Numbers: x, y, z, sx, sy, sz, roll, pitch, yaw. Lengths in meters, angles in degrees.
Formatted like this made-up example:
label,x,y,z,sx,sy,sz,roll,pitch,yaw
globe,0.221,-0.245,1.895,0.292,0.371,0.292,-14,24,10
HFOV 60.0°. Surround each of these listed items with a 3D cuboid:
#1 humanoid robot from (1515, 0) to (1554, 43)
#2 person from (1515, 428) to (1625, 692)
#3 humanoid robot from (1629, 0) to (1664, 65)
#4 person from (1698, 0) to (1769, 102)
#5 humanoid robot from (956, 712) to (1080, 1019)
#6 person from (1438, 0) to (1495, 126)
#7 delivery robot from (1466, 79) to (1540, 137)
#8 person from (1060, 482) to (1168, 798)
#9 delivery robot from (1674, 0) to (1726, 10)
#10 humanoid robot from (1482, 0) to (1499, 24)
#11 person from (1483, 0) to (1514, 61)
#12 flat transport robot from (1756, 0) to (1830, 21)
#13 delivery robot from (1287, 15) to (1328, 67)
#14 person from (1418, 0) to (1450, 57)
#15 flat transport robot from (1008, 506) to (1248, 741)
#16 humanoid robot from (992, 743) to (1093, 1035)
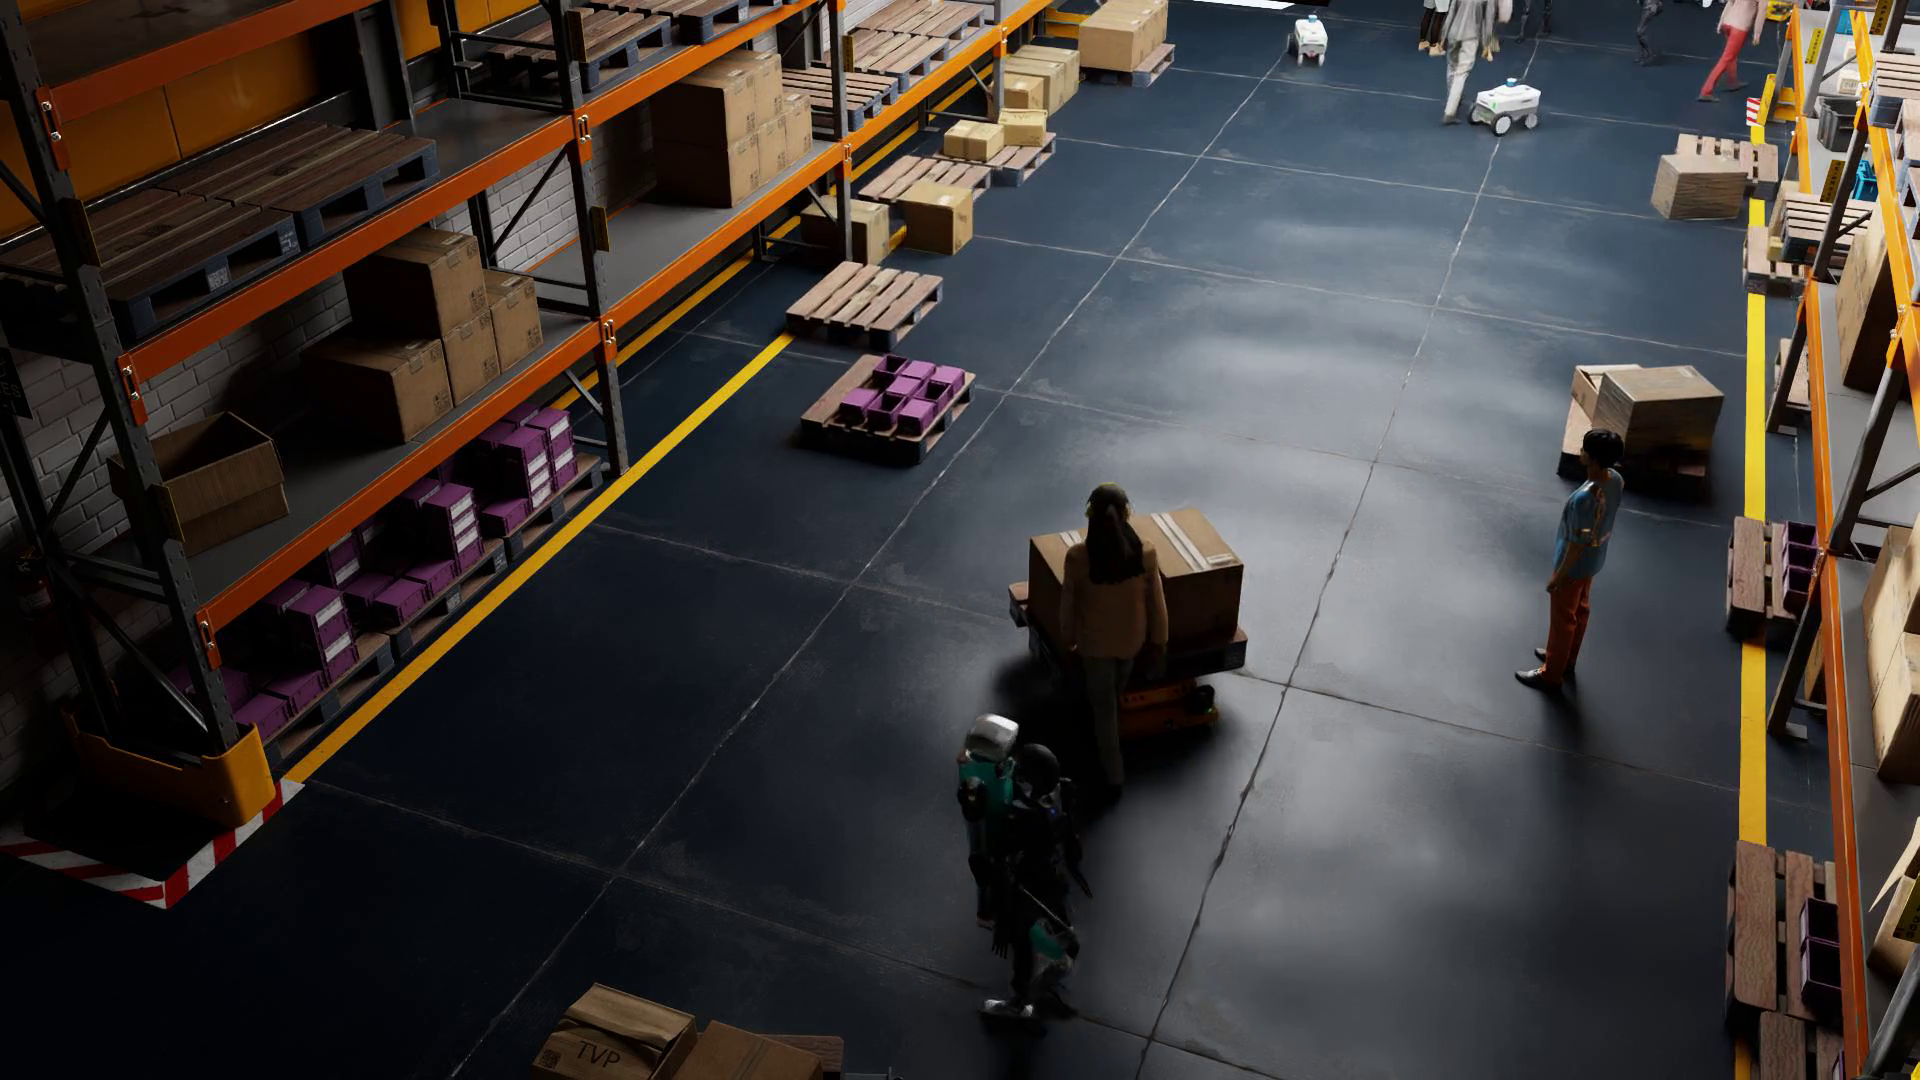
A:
label,x,y,z,sx,sy,sz,roll,pitch,yaw
humanoid robot,7.608,-7.374,21.741,0.609,1.628,0.736,20,38,28
person,3.711,0.119,10.027,0.320,1.766,0.505,25,40,33
humanoid robot,8.663,-6.787,20.797,0.335,1.643,0.604,2,33,4
person,9.237,-6.055,19.641,0.885,1.708,0.528,-11,34,-16
humanoid robot,0.342,1.619,7.765,0.737,1.825,0.548,9,34,13
person,5.786,-5.737,19.026,0.577,1.840,0.927,21,38,29
delivery robot,6.237,-4.957,19.008,0.803,0.603,0.499,-14,35,-21
person,0.850,0.485,9.416,0.599,1.809,0.991,-7,34,-11
delivery robot,10.482,-7.801,23.419,0.808,0.614,0.499,-20,38,-27
humanoid robot,7.124,-7.826,22.345,0.929,1.746,0.552,-17,37,-25
person,6.774,-6.923,20.948,0.470,1.748,0.427,2,33,3
flat transport robot,11.488,-7.530,23.246,1.431,0.231,0.659,-27,41,-35
delivery robot,4.464,-6.385,21.226,0.499,0.613,0.807,2,33,3
person,6.115,-7.038,21.174,0.319,1.693,0.531,-11,35,-17
flat transport robot,1.030,0.714,10.487,0.659,0.231,1.431,-10,34,-15
humanoid robot,0.360,1.635,7.754,0.353,1.648,0.599,28,42,36
